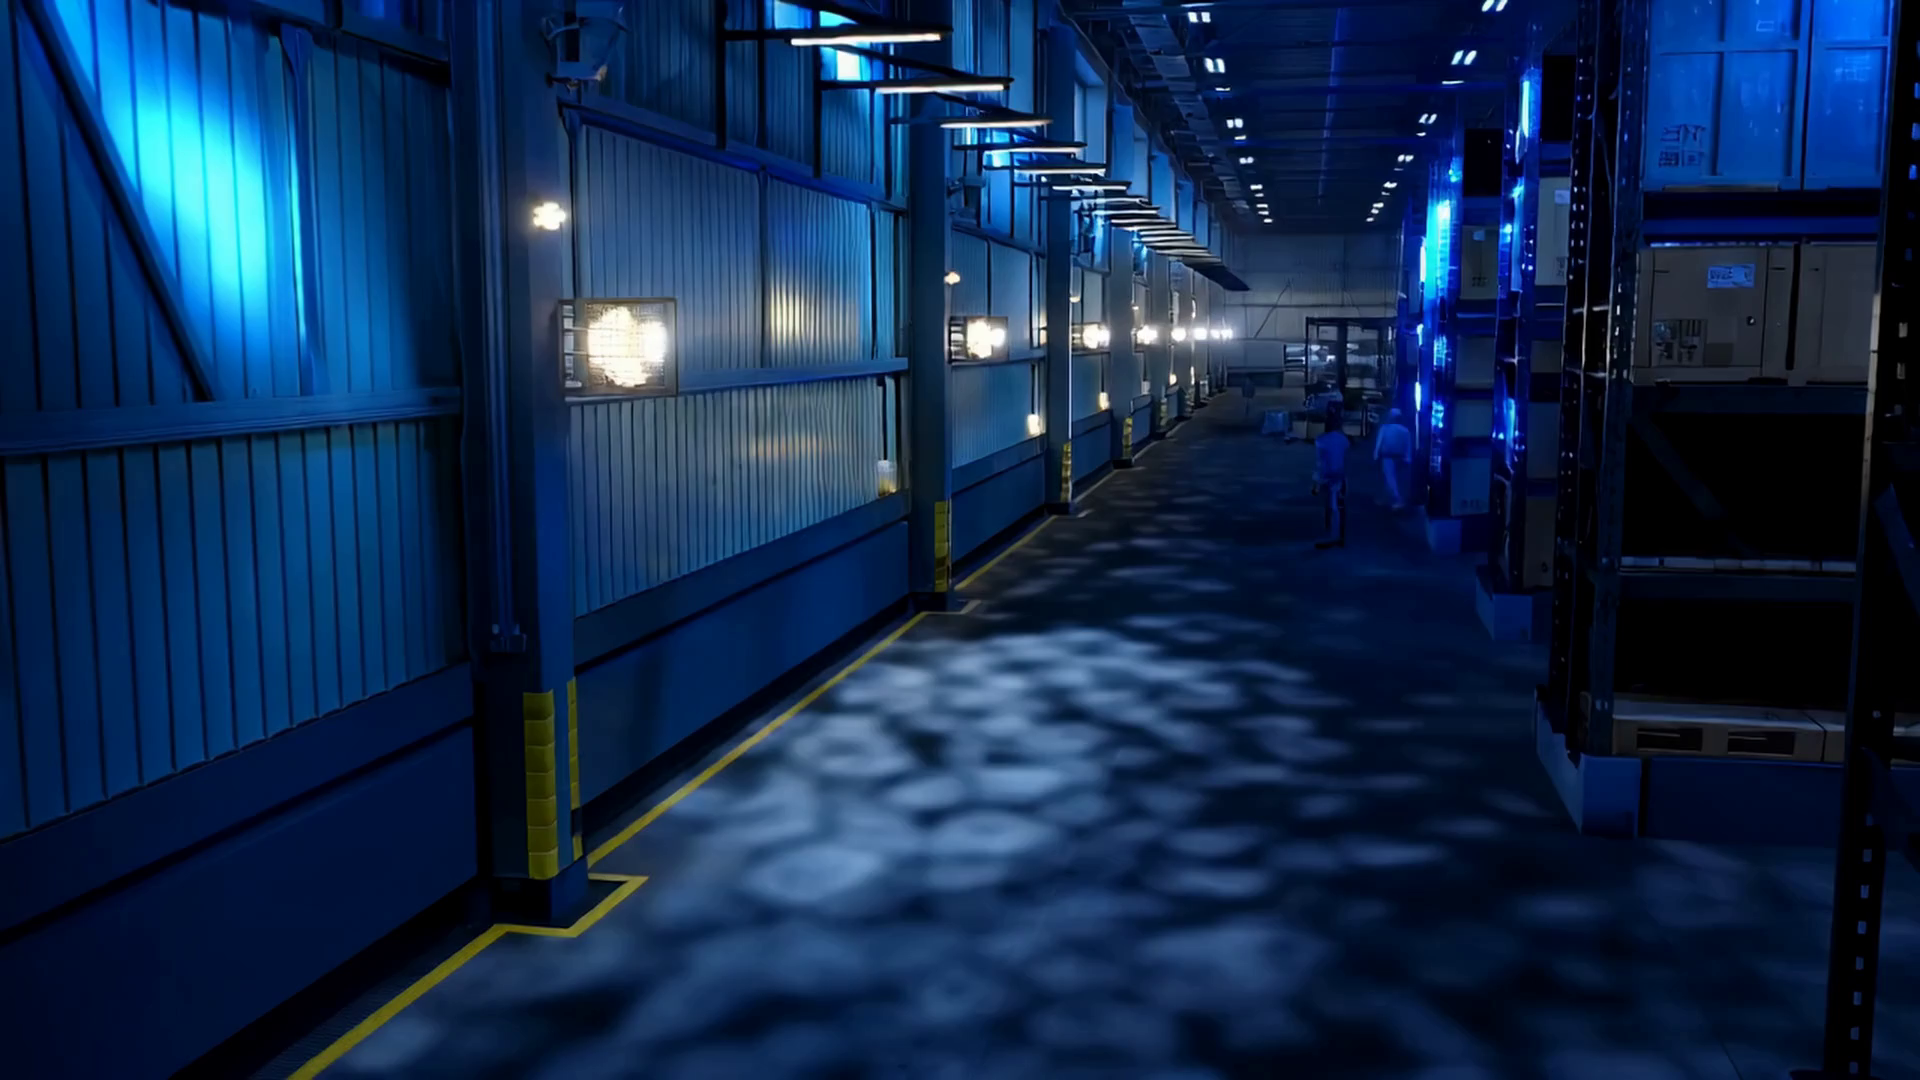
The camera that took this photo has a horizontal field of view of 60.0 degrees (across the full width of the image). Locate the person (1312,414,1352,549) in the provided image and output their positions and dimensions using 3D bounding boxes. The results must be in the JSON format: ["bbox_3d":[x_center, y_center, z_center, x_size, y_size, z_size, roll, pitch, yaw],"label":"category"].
[{"bbox_3d":[5.319,-0.835,23.834,0.627,1.935,0.371,-4,8,-26],"label":"person"}]

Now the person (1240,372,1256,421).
[{"bbox_3d":[10.111,-5.040,58.390,0.566,1.712,0.886,2,7,13],"label":"person"}]

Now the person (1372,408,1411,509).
[{"bbox_3d":[7.652,-1.438,29.315,0.646,1.783,0.859,-2,7,-12],"label":"person"}]
